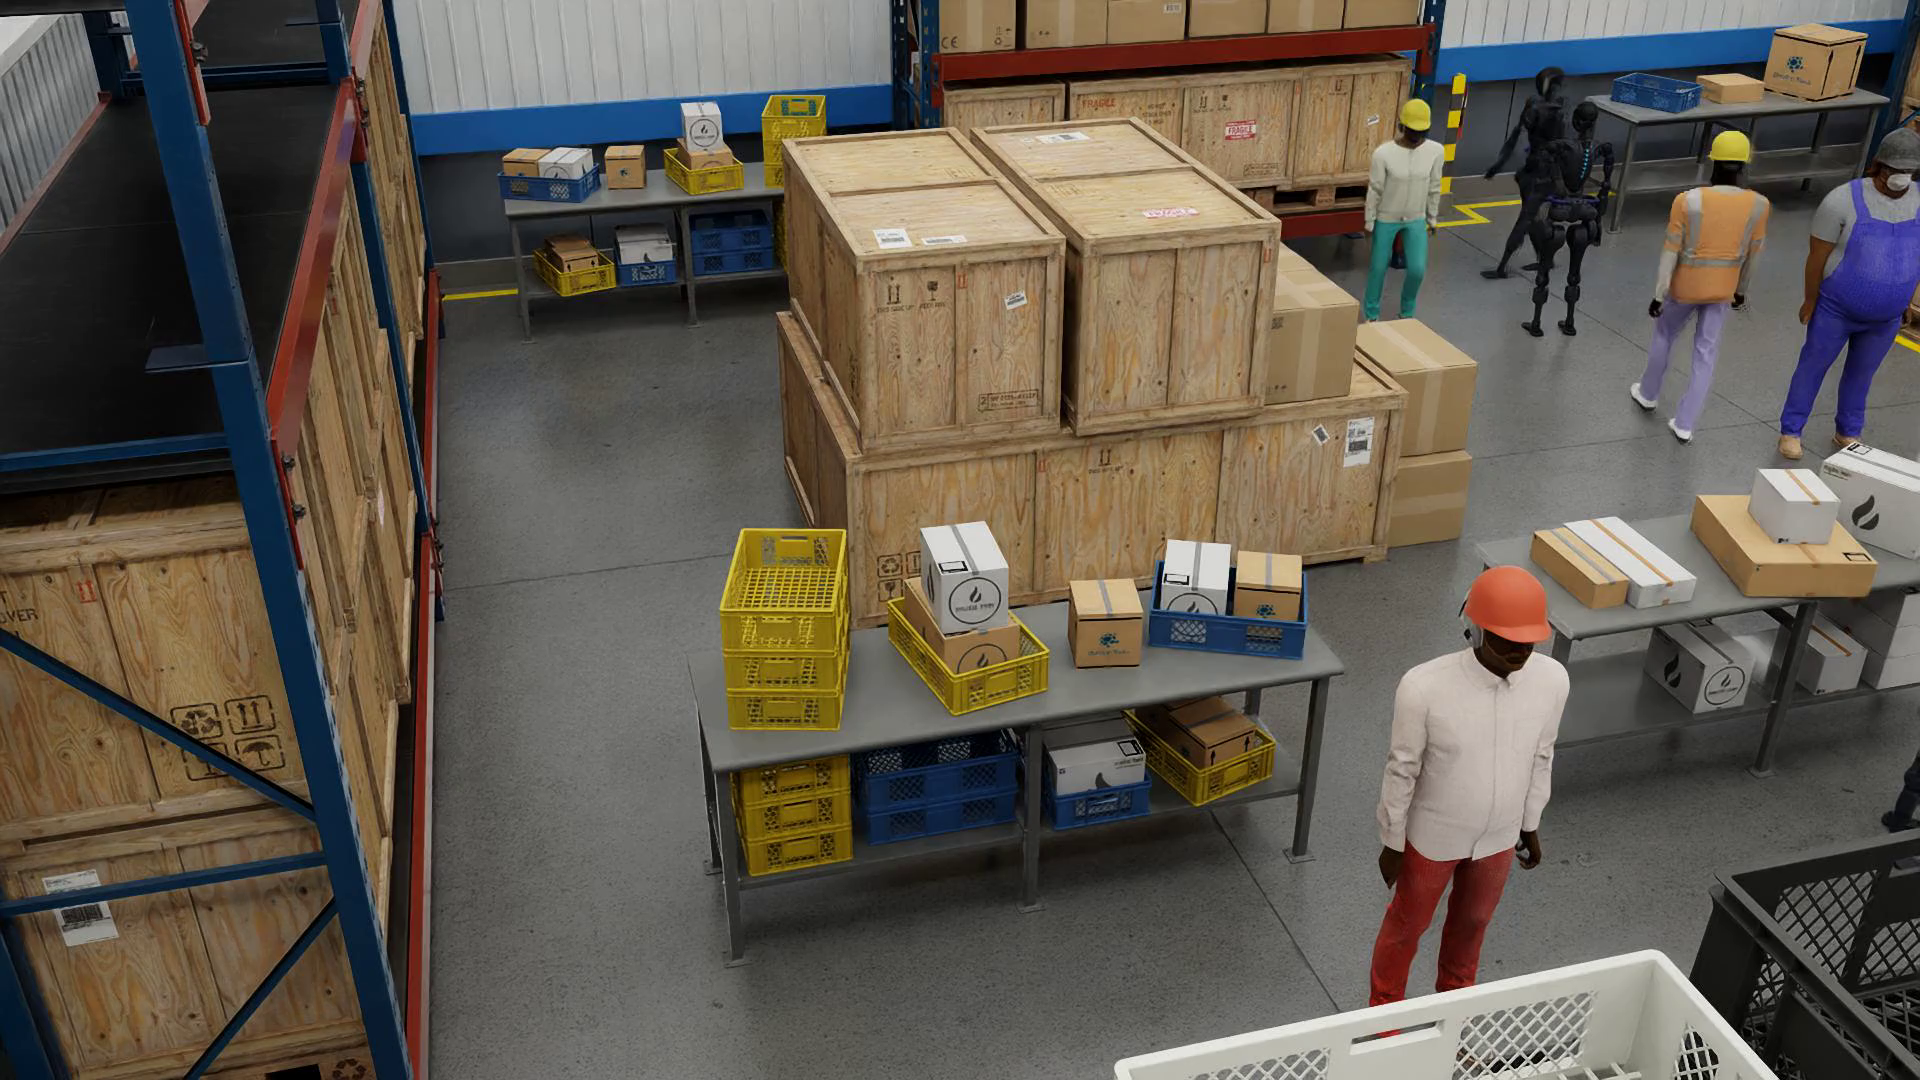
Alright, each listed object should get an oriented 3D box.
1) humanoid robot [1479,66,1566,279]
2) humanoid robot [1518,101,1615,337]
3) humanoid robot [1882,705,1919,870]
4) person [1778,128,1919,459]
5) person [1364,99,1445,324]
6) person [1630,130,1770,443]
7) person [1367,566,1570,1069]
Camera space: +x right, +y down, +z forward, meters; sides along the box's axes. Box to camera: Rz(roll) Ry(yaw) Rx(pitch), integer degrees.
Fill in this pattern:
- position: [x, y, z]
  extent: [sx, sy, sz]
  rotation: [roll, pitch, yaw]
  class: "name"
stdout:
- position: [4.416, -2.838, 12.846]
  extent: [0.675, 1.634, 0.597]
  rotation: [-4, 29, -7]
  class: "humanoid robot"
- position: [4.284, -2.270, 11.774]
  extent: [0.582, 1.651, 0.333]
  rotation: [-2, 29, -4]
  class: "humanoid robot"
- position: [4.030, 0.562, 6.621]
  extent: [0.595, 1.657, 0.321]
  rotation: [-25, 38, -38]
  class: "humanoid robot"
- position: [5.368, -1.431, 9.879]
  extent: [0.688, 2.000, 0.539]
  rotation: [2, 29, 3]
  class: "person"
- position: [3.086, -2.238, 11.656]
  extent: [0.532, 1.735, 0.461]
  rotation: [-2, 29, -3]
  class: "person"
- position: [4.590, -1.612, 10.350]
  extent: [0.621, 1.891, 0.843]
  rotation: [3, 29, 5]
  class: "person"
- position: [1.685, 0.967, 5.573]
  extent: [0.610, 1.997, 0.376]
  rotation: [-7, 30, -12]
  class: "person"
